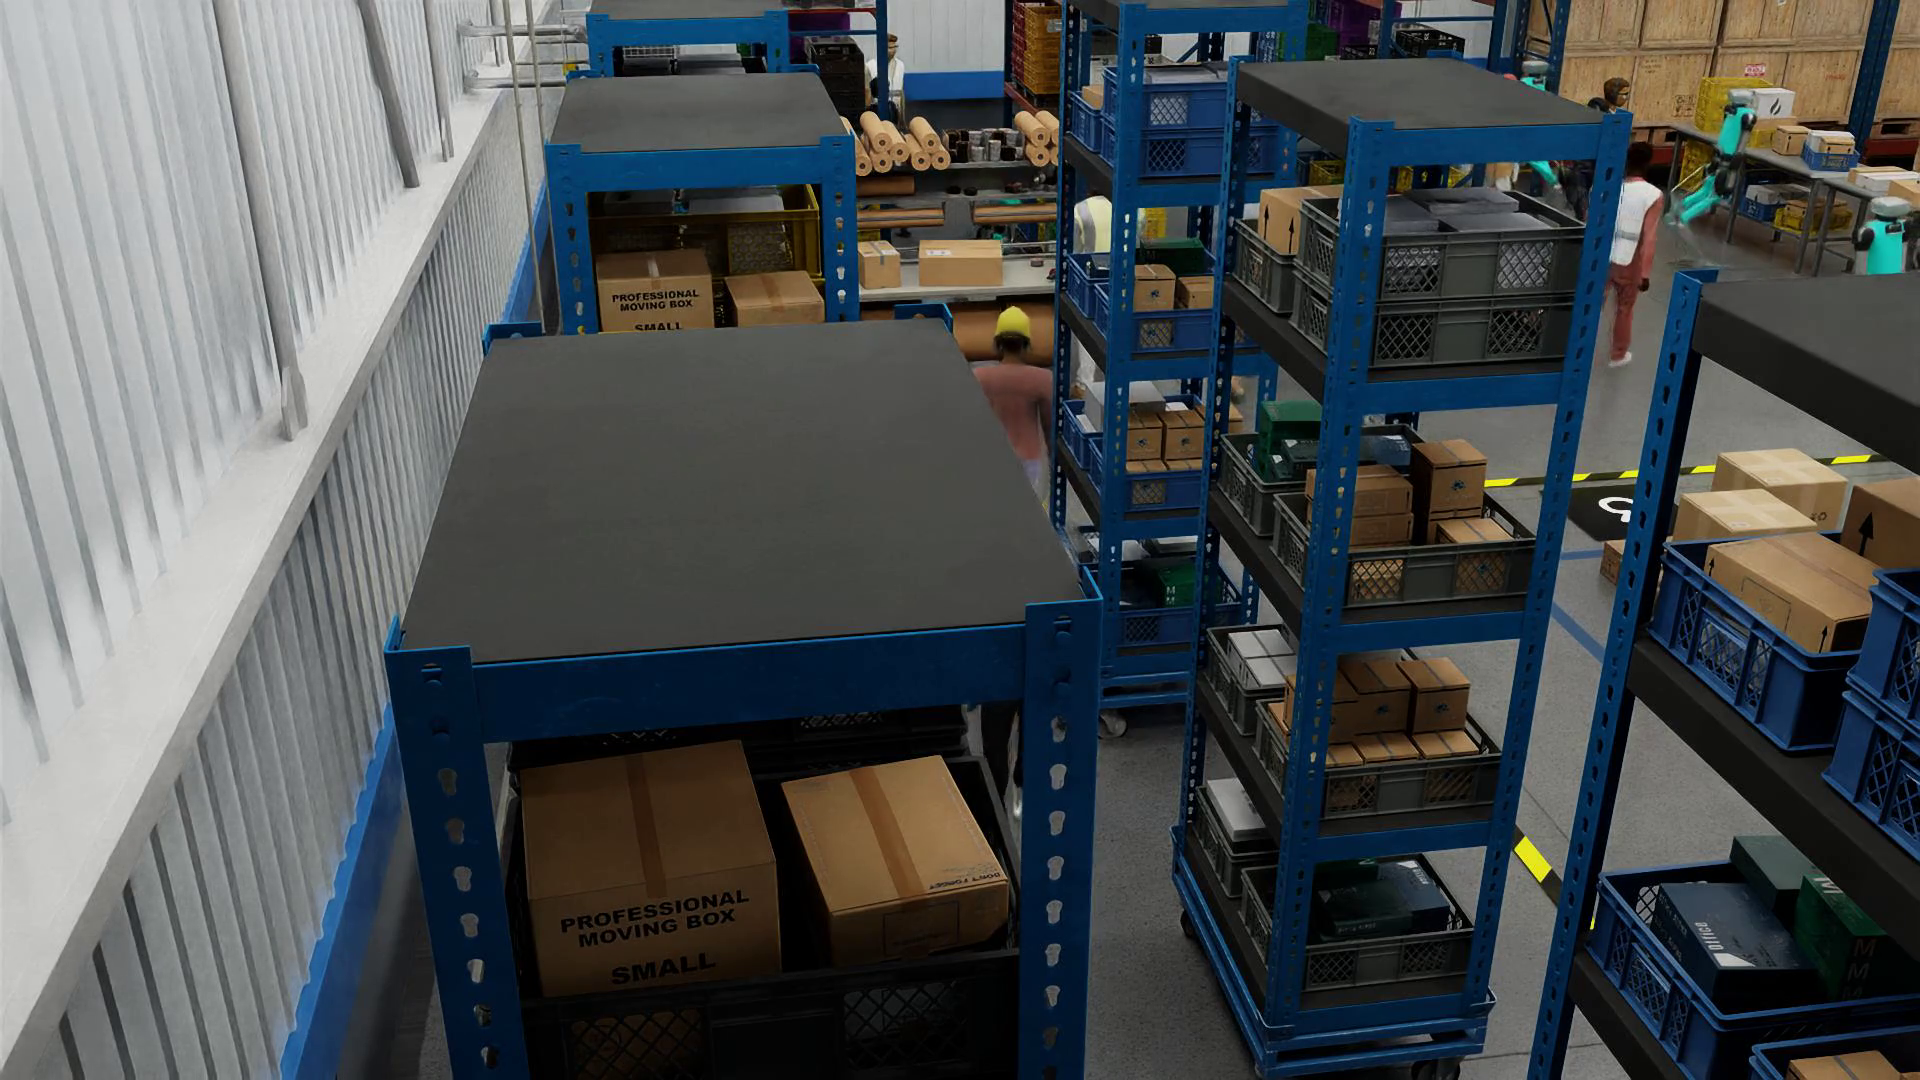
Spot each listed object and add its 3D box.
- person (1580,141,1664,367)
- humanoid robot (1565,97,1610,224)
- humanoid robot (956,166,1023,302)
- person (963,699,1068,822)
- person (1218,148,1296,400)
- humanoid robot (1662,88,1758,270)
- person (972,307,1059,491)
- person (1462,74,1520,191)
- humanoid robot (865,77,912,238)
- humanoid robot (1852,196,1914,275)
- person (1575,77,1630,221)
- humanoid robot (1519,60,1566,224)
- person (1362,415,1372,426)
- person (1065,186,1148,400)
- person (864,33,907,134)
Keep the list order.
[{"bbox_3d":[5.185,-2.210,13.195,0.620,1.864,0.942,23,33,40],"label":"person"},{"bbox_3d":[6.077,-3.443,16.094,0.616,1.654,0.319,-19,31,-36],"label":"humanoid robot"},{"bbox_3d":[0.172,-2.503,14.042,0.826,1.812,0.546,14,28,28],"label":"humanoid robot"},{"bbox_3d":[0.239,0.586,7.157,0.516,1.829,0.932,0,25,-1],"label":"person"},{"bbox_3d":[2.243,-2.107,12.828,0.925,1.989,0.640,-18,30,-34],"label":"person"},{"bbox_3d":[7.096,-3.429,15.958,0.782,1.757,0.558,0,25,1],"label":"humanoid robot"},{"bbox_3d":[0.296,-0.520,9.675,0.546,1.723,0.882,1,25,3],"label":"person"},{"bbox_3d":[5.075,-3.448,15.836,0.581,1.900,0.809,1,25,1],"label":"person"},{"bbox_3d":[-0.825,-3.996,17.361,0.794,1.623,0.591,18,30,34],"label":"humanoid robot"},{"bbox_3d":[6.669,-1.497,11.813,0.554,1.773,0.804,-12,27,-25],"label":"humanoid robot"},{"bbox_3d":[6.201,-3.560,16.165,0.334,1.838,0.508,4,25,9],"label":"person"},{"bbox_3d":[6.124,-4.039,17.410,0.541,1.835,0.815,-15,29,-30],"label":"humanoid robot"},{"bbox_3d":[1.853,0.149,8.121,0.626,1.821,0.489,20,31,36],"label":"person"},{"bbox_3d":[1.093,-1.964,12.700,0.639,1.834,0.430,-6,25,-13],"label":"person"},{"bbox_3d":[-0.856,-4.803,18.866,0.564,1.836,0.387,-20,31,-36],"label":"person"}]
